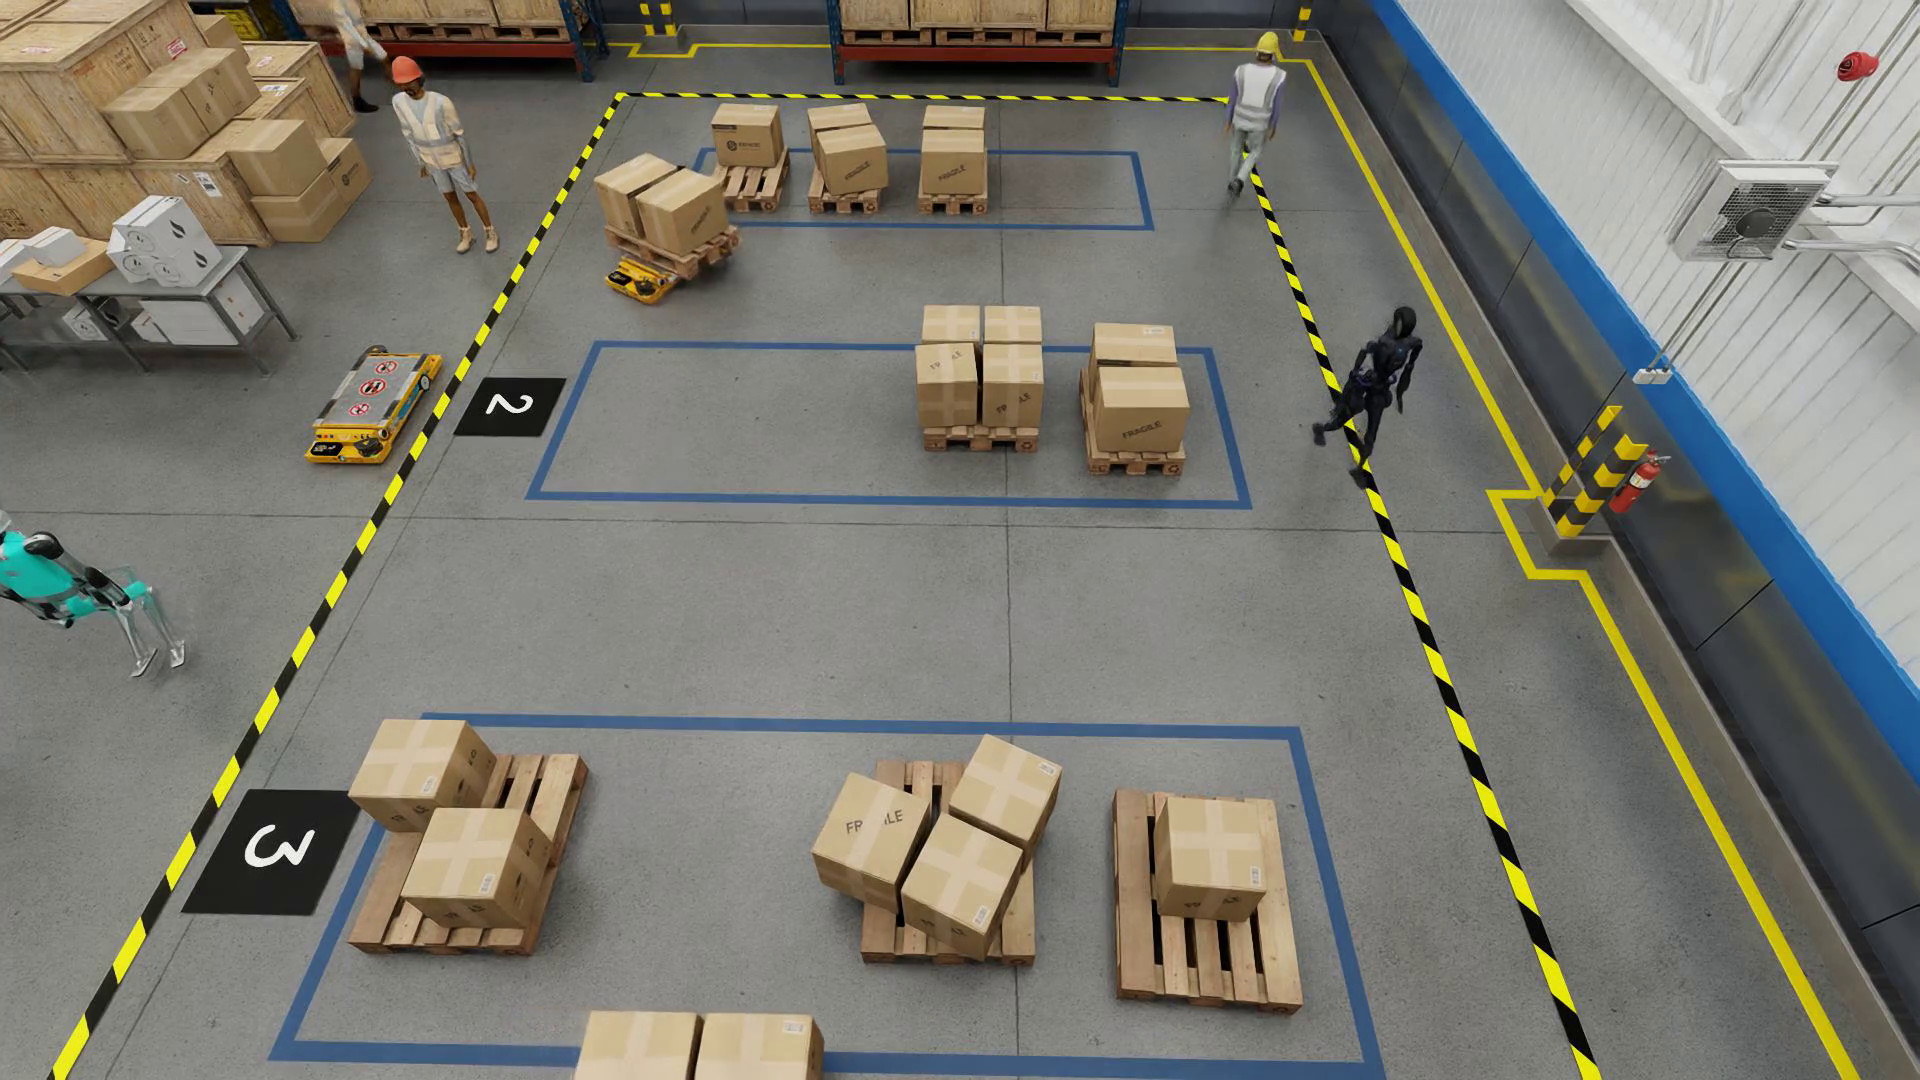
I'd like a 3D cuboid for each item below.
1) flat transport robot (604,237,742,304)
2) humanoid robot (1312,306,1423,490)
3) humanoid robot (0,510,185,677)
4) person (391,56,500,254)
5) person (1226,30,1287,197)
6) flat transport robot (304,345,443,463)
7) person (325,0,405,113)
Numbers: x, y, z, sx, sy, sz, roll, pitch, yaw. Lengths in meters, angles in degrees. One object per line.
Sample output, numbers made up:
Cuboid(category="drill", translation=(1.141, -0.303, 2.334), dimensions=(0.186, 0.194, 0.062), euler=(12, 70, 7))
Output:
Cuboid(category="flat transport robot", translation=(-3.112, -3.101, 9.973), dimensions=(0.652, 0.197, 1.431), euler=(27, 55, 21))
Cuboid(category="humanoid robot", translation=(3.363, -1.235, 7.521), dimensions=(0.595, 1.640, 0.767), euler=(-8, 50, -6))
Cuboid(category="humanoid robot", translation=(-5.809, 0.263, 6.094), dimensions=(0.533, 1.677, 0.735), euler=(-12, 51, -10))
Cuboid(category="person", translation=(-5.381, -3.964, 9.558), dimensions=(0.606, 2.048, 0.366), euler=(-1, 50, -1))
Cuboid(category="person", translation=(3.294, -4.764, 10.381), dimensions=(0.611, 1.818, 0.491), euler=(25, 54, 19))
Cuboid(category="flat transport robot", translation=(-5.383, -1.269, 8.441), dimensions=(0.659, 0.231, 1.431), euler=(1, 50, 1))
Cuboid(category="person", translation=(-7.740, -6.481, 11.801), dimensions=(1.042, 1.876, 0.556), euler=(-2, 50, -2))
